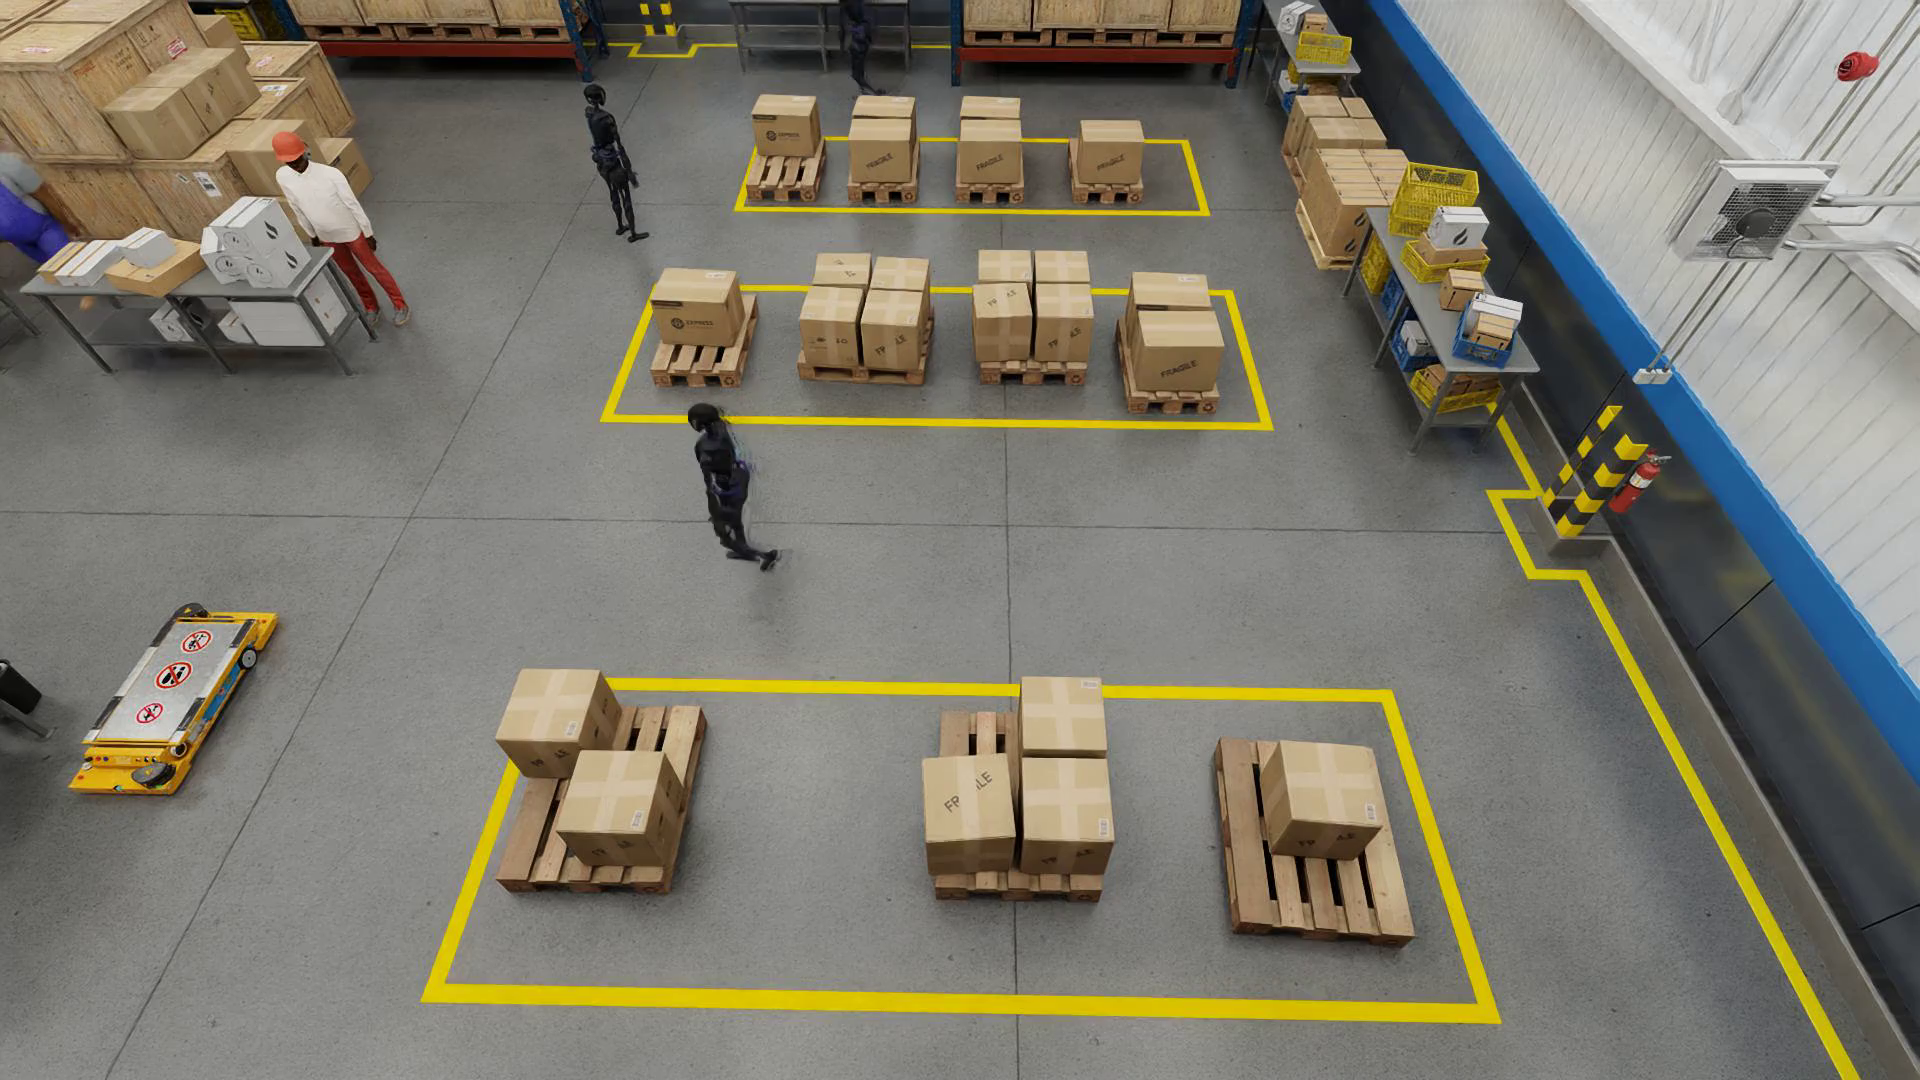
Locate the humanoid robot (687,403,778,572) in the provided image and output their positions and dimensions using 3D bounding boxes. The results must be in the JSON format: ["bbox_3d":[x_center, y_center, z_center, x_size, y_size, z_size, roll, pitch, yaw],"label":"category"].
[{"bbox_3d":[-1.683,-0.355,6.745,0.432,1.643,0.605,3,50,3],"label":"humanoid robot"}]

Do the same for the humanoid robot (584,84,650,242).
[{"bbox_3d":[-3.737,-4.047,9.867,0.559,1.653,0.304,34,58,26],"label":"humanoid robot"}]

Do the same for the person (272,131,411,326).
[{"bbox_3d":[-5.900,-2.914,8.712,0.618,1.987,0.402,-1,50,0],"label":"person"}]

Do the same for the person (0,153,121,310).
[{"bbox_3d":[-8.981,-3.067,8.803,0.714,2.000,0.630,-5,50,-5],"label":"person"}]

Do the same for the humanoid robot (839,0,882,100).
[{"bbox_3d":[-1.349,-6.568,12.008,0.516,1.632,0.623,17,52,14],"label":"humanoid robot"}]

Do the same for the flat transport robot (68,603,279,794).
[{"bbox_3d":[-5.504,1.072,6.442,0.652,0.197,1.431,1,50,1],"label":"flat transport robot"}]
